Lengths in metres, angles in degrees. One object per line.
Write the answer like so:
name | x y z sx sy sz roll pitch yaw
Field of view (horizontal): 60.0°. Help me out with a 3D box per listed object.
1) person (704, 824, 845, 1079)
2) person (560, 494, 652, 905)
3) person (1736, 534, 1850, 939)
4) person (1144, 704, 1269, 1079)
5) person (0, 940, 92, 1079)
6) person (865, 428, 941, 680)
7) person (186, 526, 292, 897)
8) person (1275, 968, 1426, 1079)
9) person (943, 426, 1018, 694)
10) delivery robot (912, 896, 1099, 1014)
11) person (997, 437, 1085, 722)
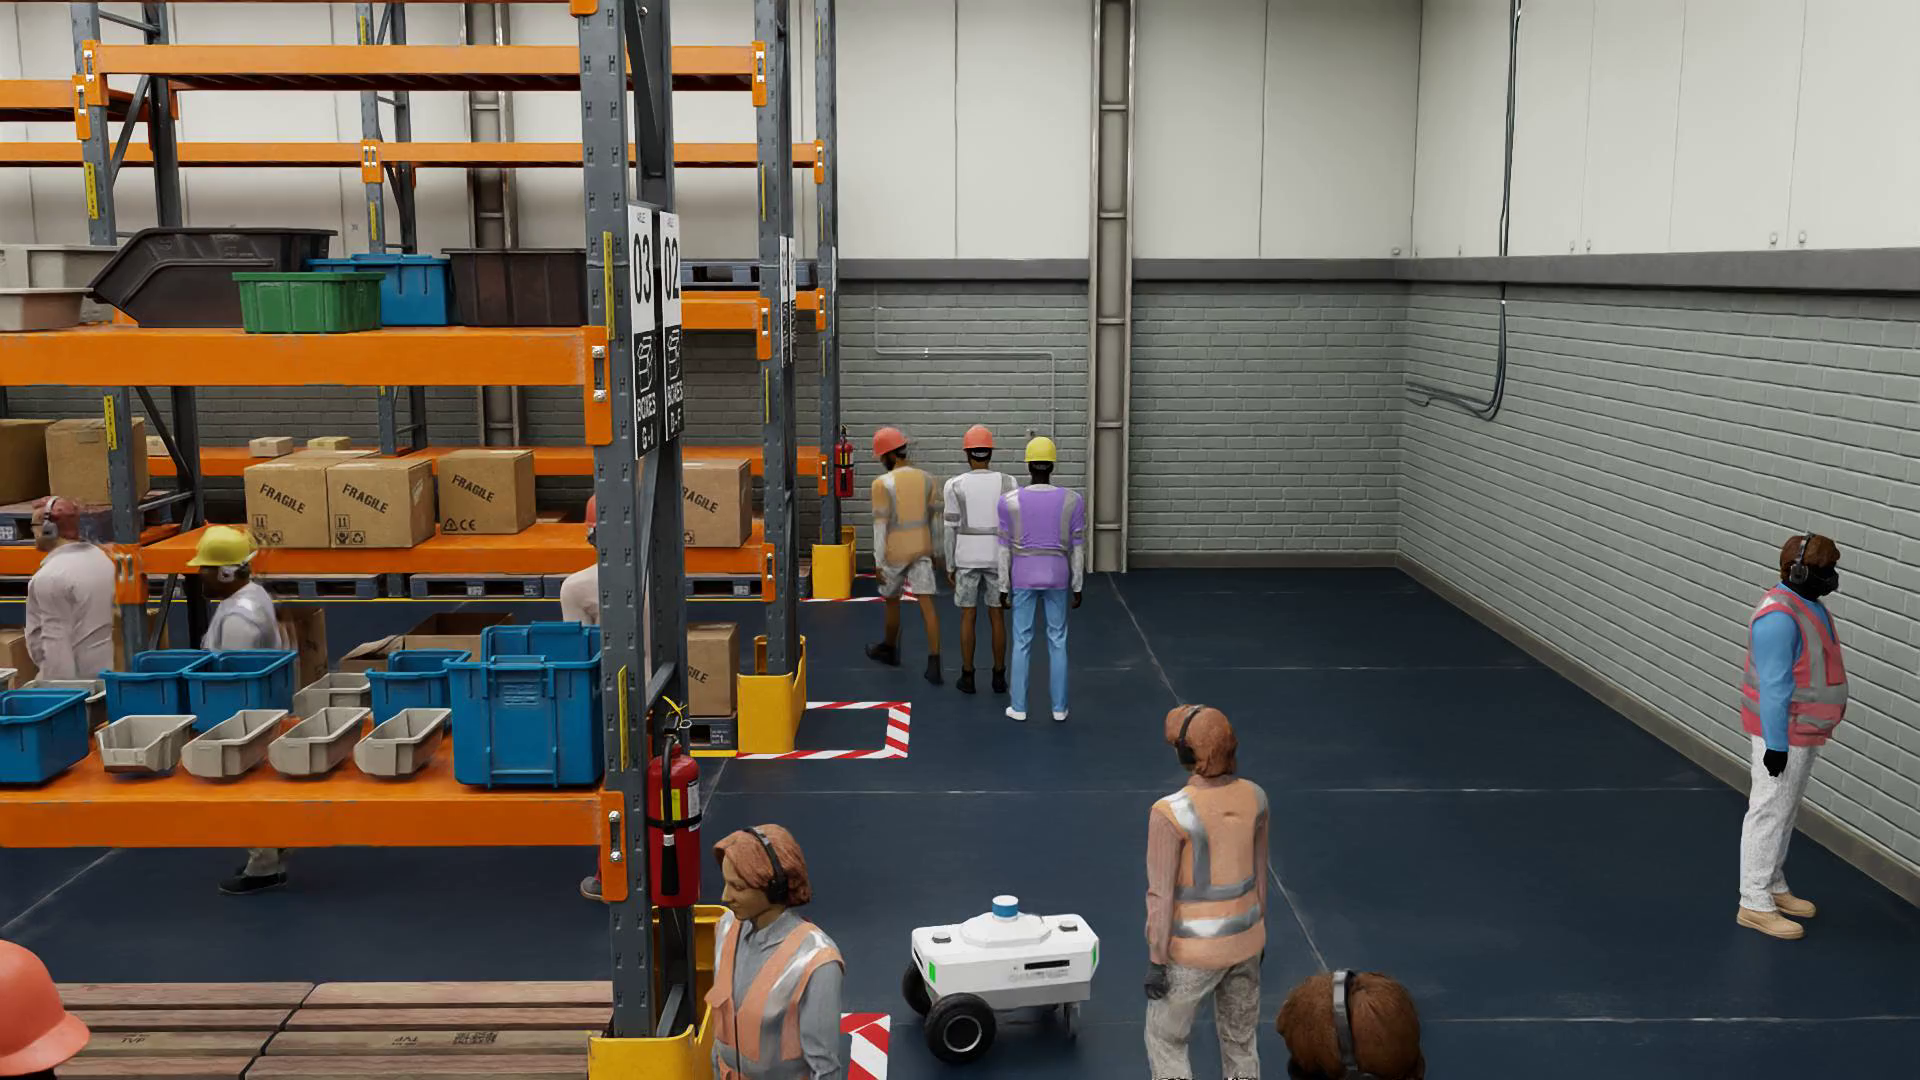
person | -0.472 1.524 4.339 0.315 1.631 0.523 -8 12 -42
person | -1.643 0.745 7.997 0.617 1.993 0.396 -8 12 -41
person | 3.824 0.880 7.642 0.429 1.841 0.634 7 12 37
person | 0.815 1.347 5.475 0.523 1.613 0.368 -7 12 -36
person | -1.551 1.604 2.730 0.382 1.995 0.612 0 9 0
person | -0.405 0.095 12.411 0.615 1.862 1.008 -5 11 -29
person | -3.469 0.831 8.000 0.433 1.816 0.622 -3 10 -20
person | 0.763 1.648 3.013 0.755 1.827 0.430 -4 10 -22
person | 0.146 0.142 11.951 0.543 1.920 0.417 -1 9 -4
delivery robot | 0.181 1.650 6.567 0.707 0.478 0.477 -2 10 -13
person | 0.540 0.266 11.169 0.584 1.918 0.390 0 9 0
